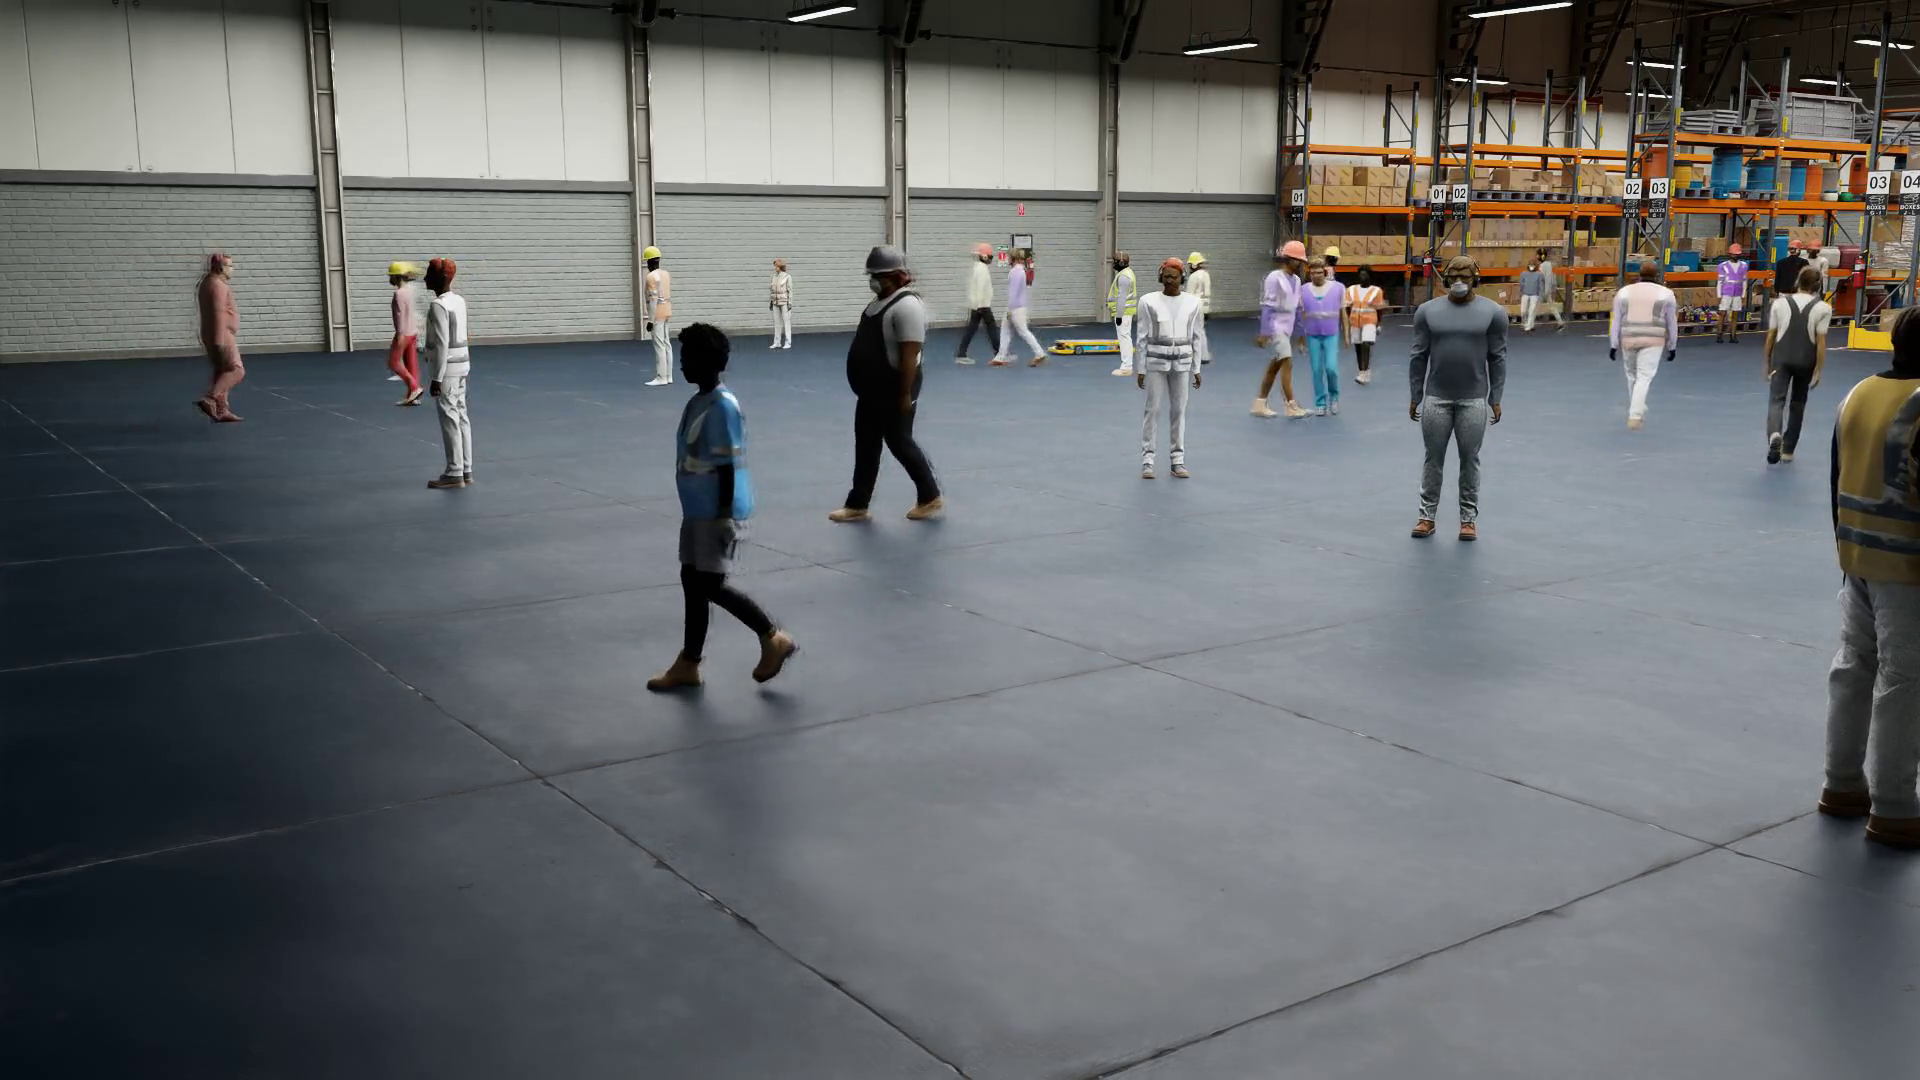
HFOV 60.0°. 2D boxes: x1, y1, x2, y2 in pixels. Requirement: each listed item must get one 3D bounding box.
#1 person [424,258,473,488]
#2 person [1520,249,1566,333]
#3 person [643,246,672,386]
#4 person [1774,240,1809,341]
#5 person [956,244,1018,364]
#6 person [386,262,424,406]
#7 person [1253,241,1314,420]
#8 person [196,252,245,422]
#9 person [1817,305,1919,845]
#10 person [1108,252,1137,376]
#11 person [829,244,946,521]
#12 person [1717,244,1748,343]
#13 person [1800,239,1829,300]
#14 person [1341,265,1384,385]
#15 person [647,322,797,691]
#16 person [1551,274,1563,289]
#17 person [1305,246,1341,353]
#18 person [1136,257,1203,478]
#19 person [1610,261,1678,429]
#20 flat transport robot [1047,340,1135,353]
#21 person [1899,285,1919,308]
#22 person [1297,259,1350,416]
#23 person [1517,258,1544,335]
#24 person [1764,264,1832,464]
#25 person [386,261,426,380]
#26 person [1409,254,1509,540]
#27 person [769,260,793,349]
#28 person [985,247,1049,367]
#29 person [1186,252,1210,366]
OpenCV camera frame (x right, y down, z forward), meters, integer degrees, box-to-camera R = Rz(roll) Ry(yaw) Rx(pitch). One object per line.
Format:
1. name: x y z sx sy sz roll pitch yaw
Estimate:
1. person: -4.225 -1.371 13.698 0.346 1.883 0.584 0 10 2
2. person: 12.612 -5.361 35.782 0.550 1.814 0.994 -9 13 -39
3. person: -4.204 -3.098 23.070 0.383 1.921 0.585 2 11 13
4. person: 16.309 -4.877 32.631 0.613 1.991 0.391 10 14 42
5. person: 0.396 -3.795 26.842 1.017 1.939 0.641 -2 10 -8
6. person: -6.783 -2.496 20.207 0.361 1.751 0.553 0 10 -2
7. person: 3.732 -2.341 18.705 0.950 1.997 0.631 9 13 40
8. person: -8.172 -2.221 18.350 0.461 1.885 0.669 -8 13 -37
9. person: 3.241 0.110 5.701 0.429 1.842 0.637 0 10 -2
10. person: 2.413 -3.366 24.781 0.430 1.837 0.626 2 11 11
11. person: -0.508 -1.142 12.016 0.827 2.000 0.692 -5 12 -26
12. person: 14.949 -4.766 32.211 0.548 1.927 0.395 1 10 6
13. person: 17.332 -5.124 33.919 0.616 2.021 0.750 5 11 24
14. person: 5.581 -2.990 23.208 0.542 1.659 0.839 7 12 33
15. person: -1.096 -0.139 7.504 0.630 1.686 0.540 -4 11 -21
16. person: 15.252 -6.527 42.659 0.289 1.632 0.497 -7 12 -32
17. person: 6.415 -4.277 29.609 0.693 1.897 0.618 5 11 24
18. person: 1.788 -1.462 14.208 0.575 1.883 0.361 -1 10 -6
19. person: 7.451 -2.126 18.082 0.651 1.789 0.979 8 13 36
20. flat transport robot: 2.313 -3.422 29.370 1.431 0.197 0.652 -2 11 -12
21. person: 19.209 -4.986 33.416 0.625 1.931 0.375 5 11 24
22. person: 4.146 -2.313 19.067 0.615 1.809 0.488 4 11 21
23. person: 11.989 -5.121 34.982 0.533 1.612 0.378 5 11 25
24. person: 7.506 -1.563 14.956 0.520 1.813 0.797 6 12 28
25. person: -7.848 -3.146 23.895 0.780 1.719 0.489 -1 10 -6
26. person: 3.375 -0.965 11.328 0.637 1.936 0.355 4 11 23
27. person: -3.307 -4.344 30.715 0.526 1.645 0.317 7 12 33
28. person: 0.931 -3.659 26.231 0.990 1.901 0.645 0 10 2
29. person: 3.676 -3.689 26.630 0.824 1.796 0.609 5 11 26
